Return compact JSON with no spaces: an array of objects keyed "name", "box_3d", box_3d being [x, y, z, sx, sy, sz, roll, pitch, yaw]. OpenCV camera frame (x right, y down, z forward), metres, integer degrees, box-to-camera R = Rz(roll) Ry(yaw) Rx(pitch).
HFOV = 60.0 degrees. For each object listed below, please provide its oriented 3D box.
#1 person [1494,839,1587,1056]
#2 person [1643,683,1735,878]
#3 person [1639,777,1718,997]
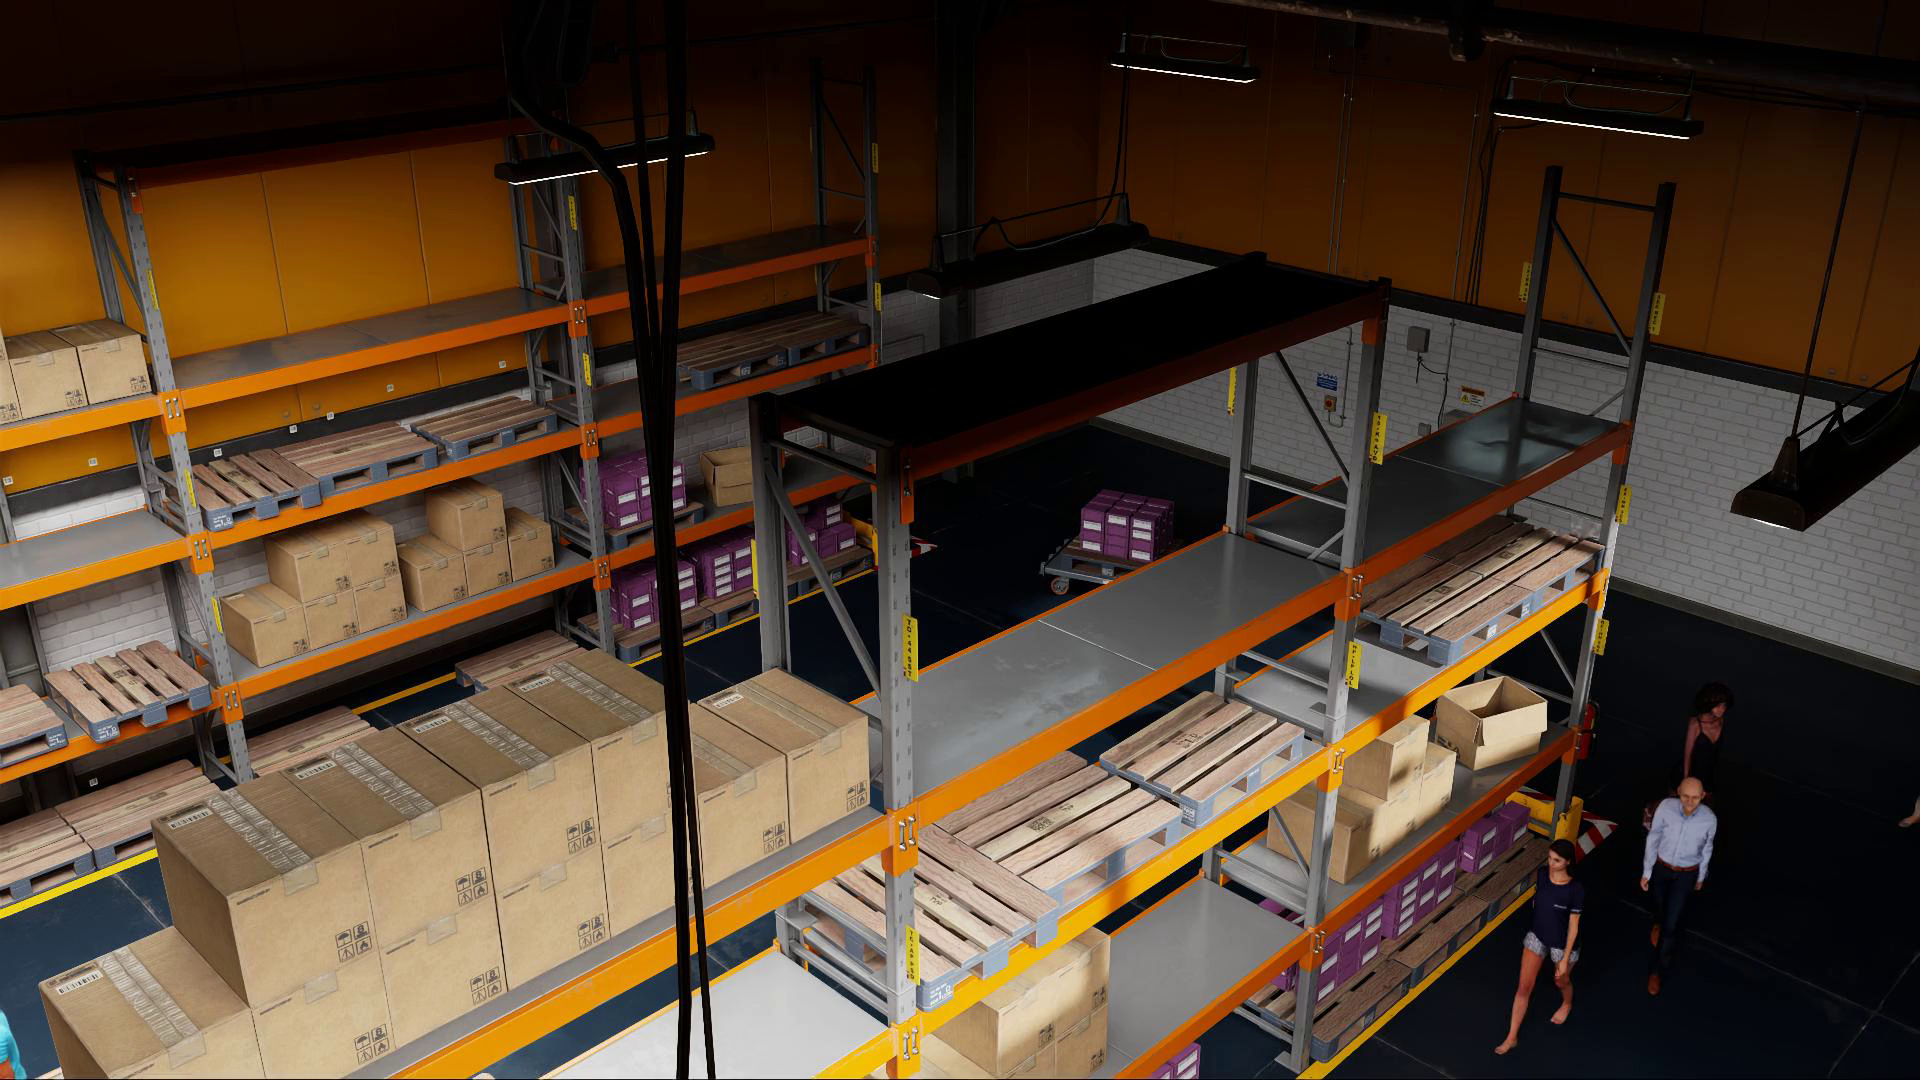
[{"name":"person","box_3d":[4.472,2.988,12.389,1.109,1.721,0.620,-19,30,-37]},{"name":"person","box_3d":[6.360,2.024,14.556,1.081,1.752,0.972,-6,24,-13]},{"name":"person","box_3d":[5.660,2.614,13.214,0.862,1.745,1.308,12,26,26]}]
